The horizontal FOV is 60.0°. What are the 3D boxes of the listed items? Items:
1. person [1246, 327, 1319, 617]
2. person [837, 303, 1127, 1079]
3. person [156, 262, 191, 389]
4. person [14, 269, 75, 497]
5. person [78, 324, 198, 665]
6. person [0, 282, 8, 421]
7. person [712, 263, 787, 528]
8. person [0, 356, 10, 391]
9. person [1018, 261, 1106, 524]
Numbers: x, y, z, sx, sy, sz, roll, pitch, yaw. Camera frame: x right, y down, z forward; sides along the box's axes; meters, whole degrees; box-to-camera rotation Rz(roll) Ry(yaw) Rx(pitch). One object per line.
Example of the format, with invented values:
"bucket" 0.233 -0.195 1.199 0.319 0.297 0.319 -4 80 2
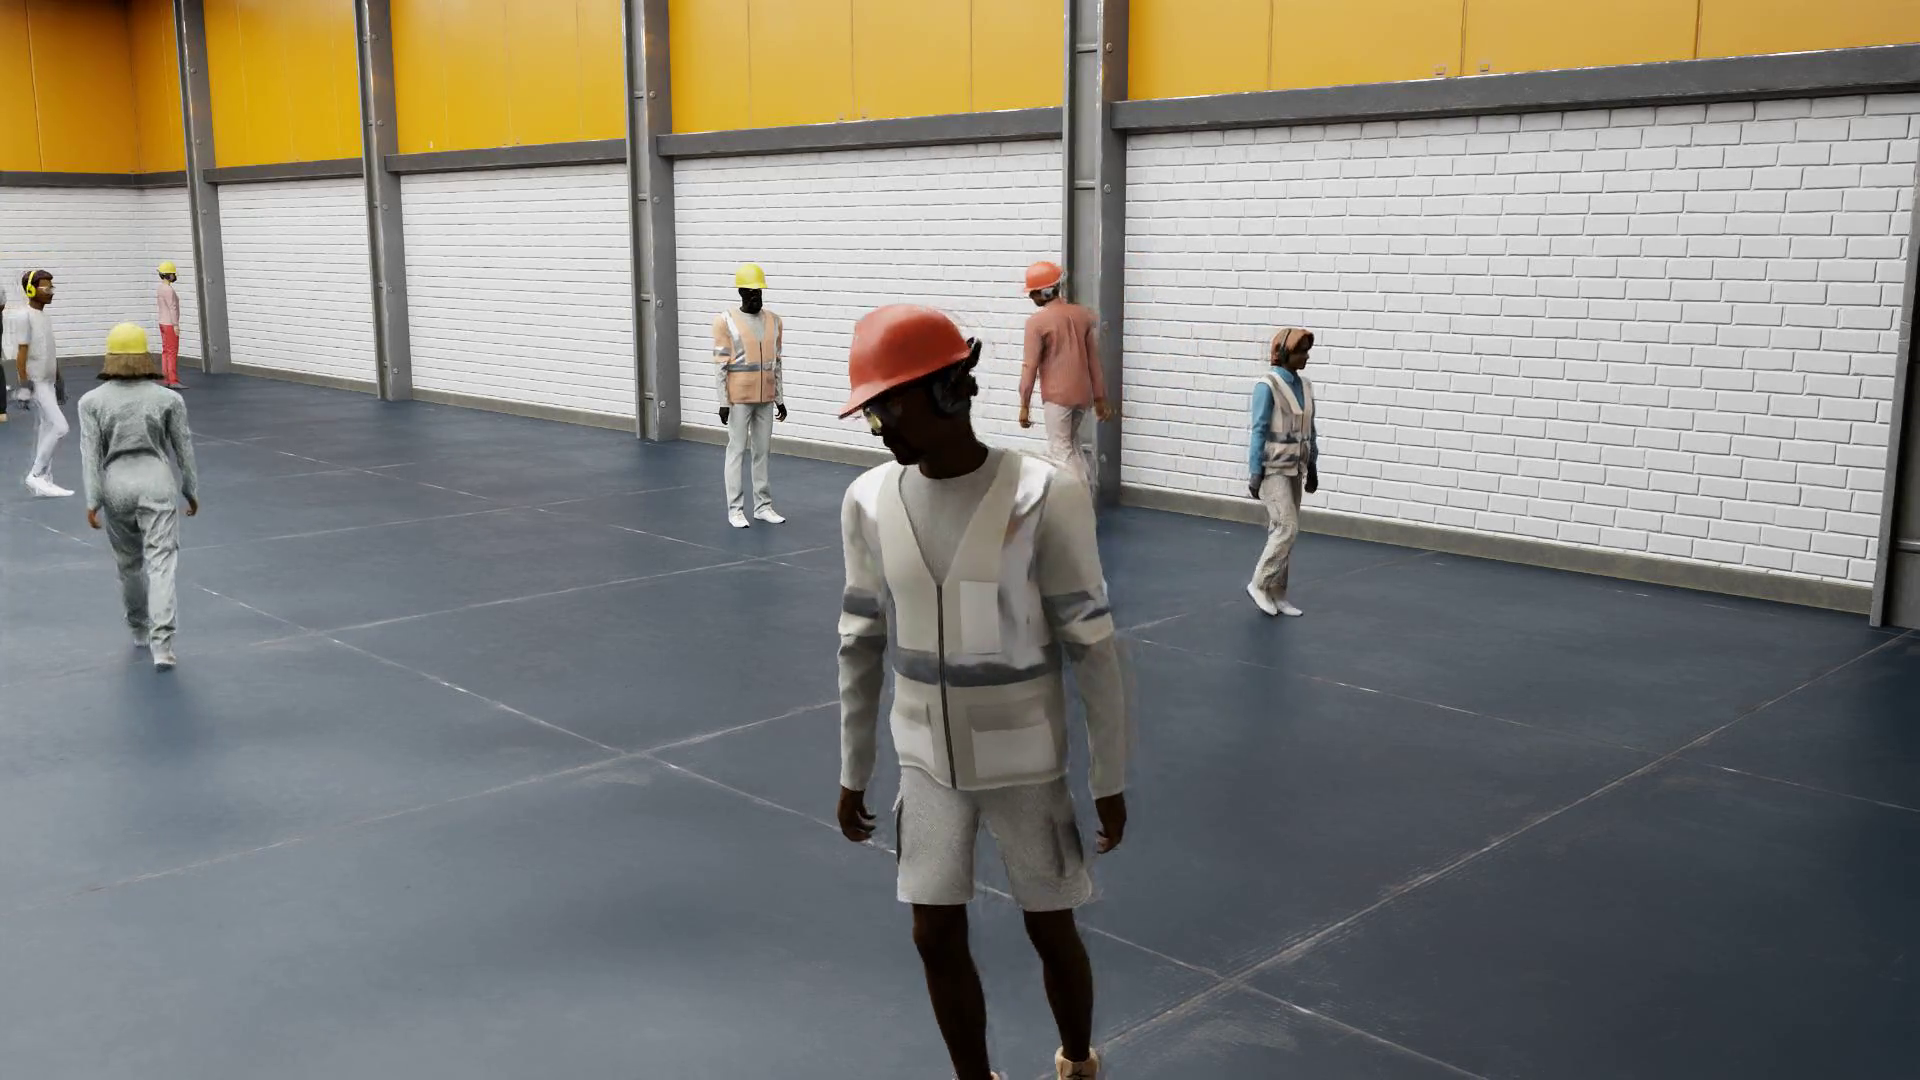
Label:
"person" 1.813 -0.366 9.254 0.375 1.623 0.544 9 14 41
"person" 0.076 0.475 3.720 0.700 1.996 0.583 5 12 25
"person" -10.964 -2.976 23.124 0.311 1.768 0.531 -9 14 -41
"person" -7.423 -1.257 13.509 0.407 1.851 0.567 -1 10 -8
"person" -4.124 -0.237 8.387 0.505 1.693 0.917 -4 11 -23
"person" -11.183 -2.331 18.856 0.538 2.000 0.683 2 11 9
"person" -1.527 -1.058 12.225 0.588 1.927 0.369 -9 14 -41
"person" -13.379 -2.934 22.559 0.777 1.894 0.591 -9 14 -41
"person" 0.718 -1.007 11.875 0.596 1.947 0.636 10 14 42
